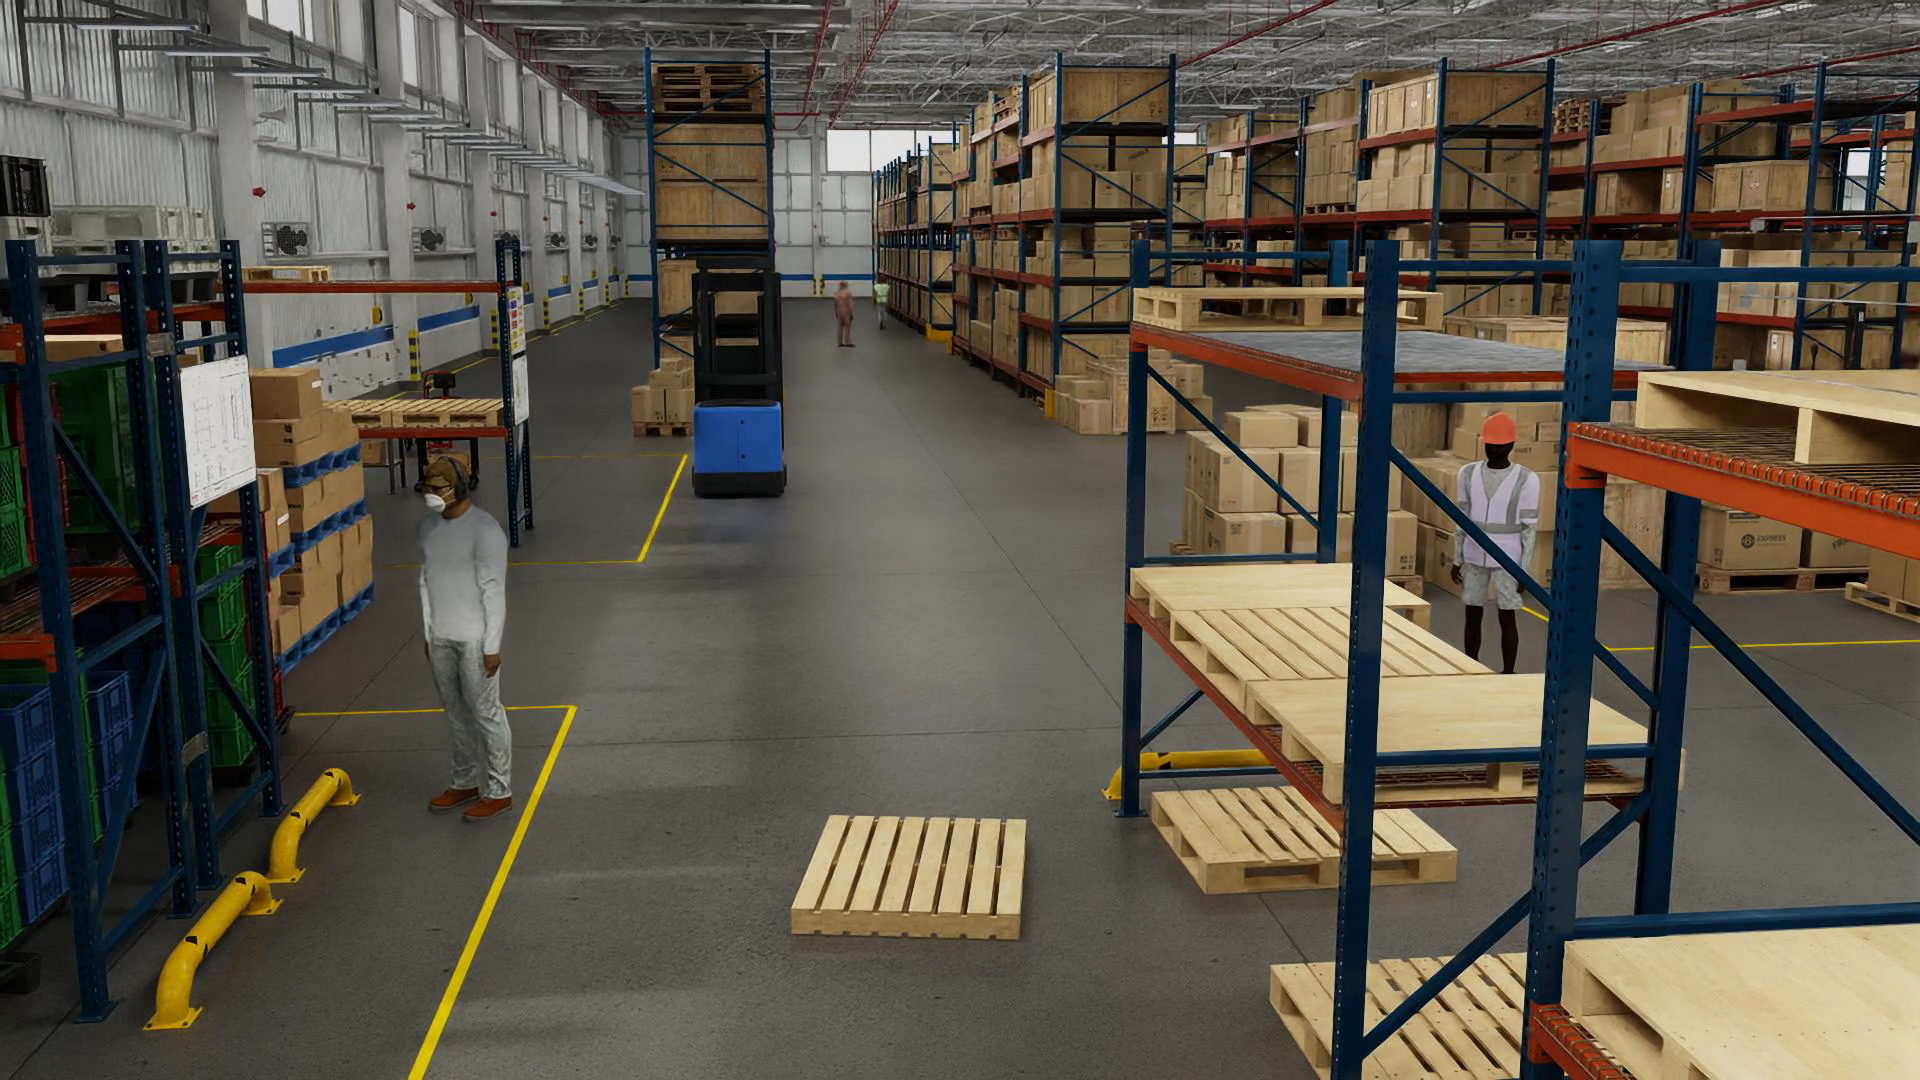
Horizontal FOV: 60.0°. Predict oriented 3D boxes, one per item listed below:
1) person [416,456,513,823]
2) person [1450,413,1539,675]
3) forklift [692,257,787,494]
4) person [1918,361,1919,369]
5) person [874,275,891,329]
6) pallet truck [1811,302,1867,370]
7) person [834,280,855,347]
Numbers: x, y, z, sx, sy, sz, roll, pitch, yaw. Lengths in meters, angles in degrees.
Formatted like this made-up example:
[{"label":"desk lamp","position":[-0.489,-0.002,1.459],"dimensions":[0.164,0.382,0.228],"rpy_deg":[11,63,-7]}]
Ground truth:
[{"label":"person","position":[-2.603,0.515,8.729],"dimensions":[0.629,1.931,0.371],"rpy_deg":[7,13,35]},{"label":"person","position":[3.477,0.126,10.887],"dimensions":[0.544,1.930,0.395],"rpy_deg":[8,13,37]},{"label":"forklift","position":[-2.704,-2.042,20.250],"dimensions":[1.129,2.768,1.873],"rpy_deg":[-1,10,-6]},{"label":"person","position":[15.133,-2.560,25.955],"dimensions":[0.508,1.858,0.420],"rpy_deg":[-6,12,-30]},{"label":"person","position":[-2.670,-8.155,57.028],"dimensions":[0.588,1.826,0.445],"rpy_deg":[-1,10,-7]},{"label":"pallet truck","position":[15.846,-3.142,28.793],"dimensions":[1.885,1.965,0.823],"rpy_deg":[2,10,12]},{"label":"person","position":[-3.280,-6.450,47.380],"dimensions":[0.646,1.904,0.401],"rpy_deg":[8,13,38]}]
